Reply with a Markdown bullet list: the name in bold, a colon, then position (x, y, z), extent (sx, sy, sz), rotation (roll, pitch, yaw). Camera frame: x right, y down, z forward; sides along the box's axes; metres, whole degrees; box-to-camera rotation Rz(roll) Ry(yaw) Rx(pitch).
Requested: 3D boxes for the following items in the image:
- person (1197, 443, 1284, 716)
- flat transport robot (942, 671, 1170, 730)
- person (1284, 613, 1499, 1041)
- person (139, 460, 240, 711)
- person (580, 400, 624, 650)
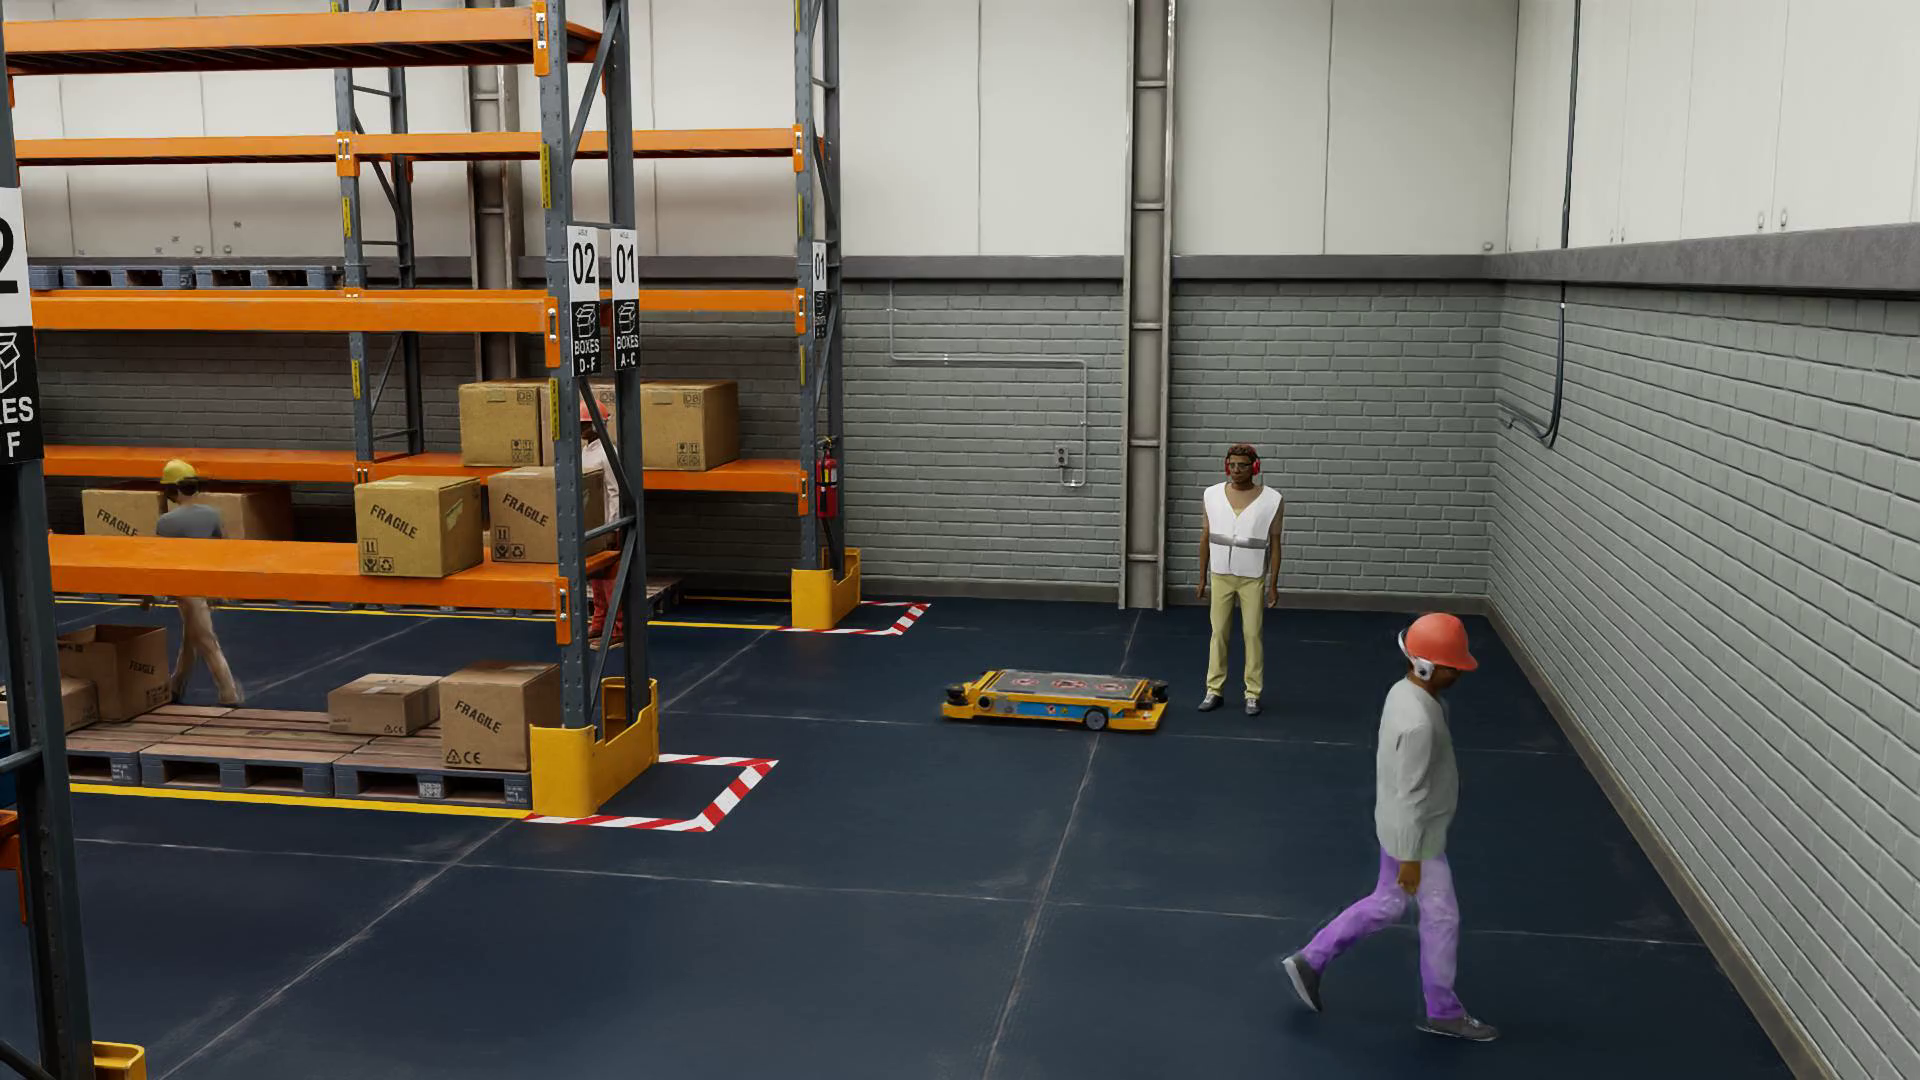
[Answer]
- **person**: position (1.896, 0.260, 11.267), extent (0.564, 1.848, 0.388), rotation (4, 10, 22)
- **flat transport robot**: position (0.654, 1.060, 11.183), extent (1.431, 0.197, 0.652), rotation (2, 9, 15)
- **person**: position (1.709, 1.100, 6.471), extent (0.761, 1.713, 0.588), rotation (2, 9, 9)
- **person**: position (-5.247, 0.329, 11.199), extent (0.884, 1.723, 0.541), rotation (2, 9, 14)
- **person**: position (-2.878, -0.127, 13.212), extent (0.388, 1.992, 0.625), rotation (-6, 11, -34)
